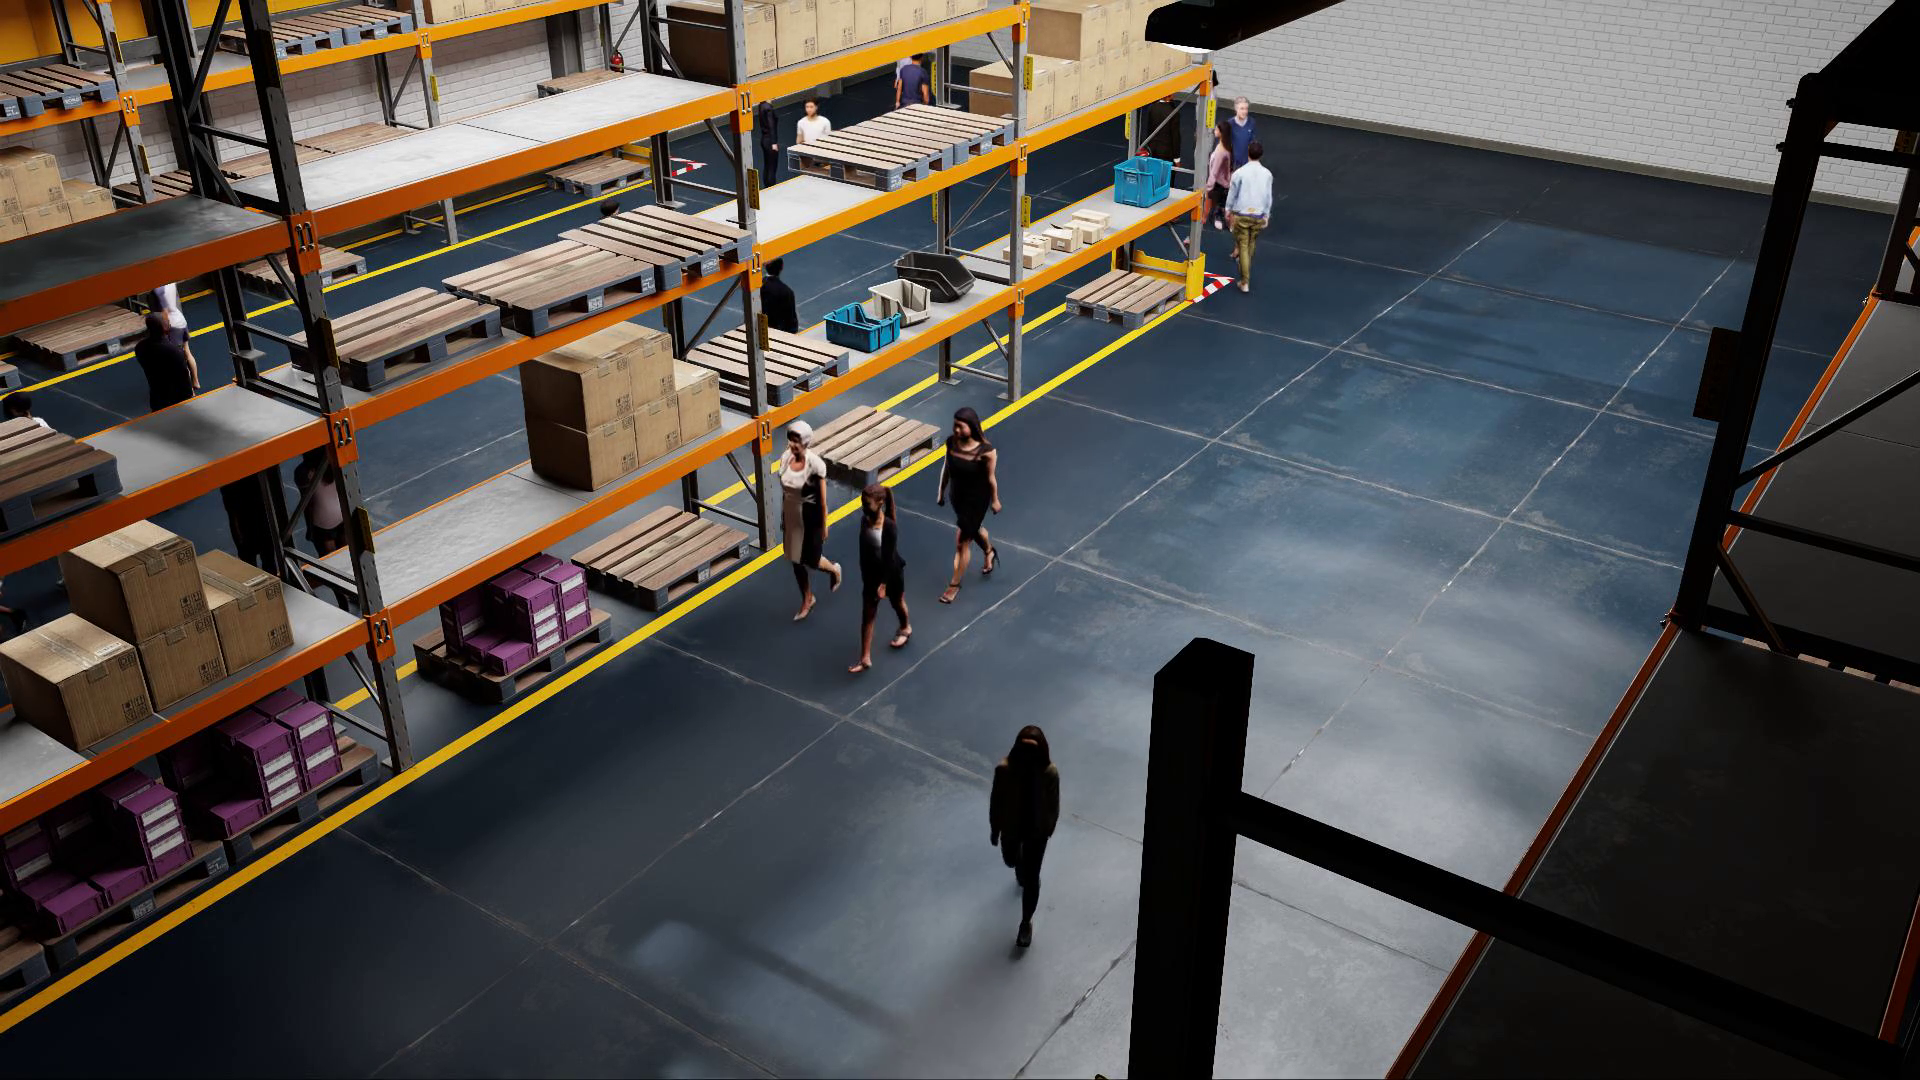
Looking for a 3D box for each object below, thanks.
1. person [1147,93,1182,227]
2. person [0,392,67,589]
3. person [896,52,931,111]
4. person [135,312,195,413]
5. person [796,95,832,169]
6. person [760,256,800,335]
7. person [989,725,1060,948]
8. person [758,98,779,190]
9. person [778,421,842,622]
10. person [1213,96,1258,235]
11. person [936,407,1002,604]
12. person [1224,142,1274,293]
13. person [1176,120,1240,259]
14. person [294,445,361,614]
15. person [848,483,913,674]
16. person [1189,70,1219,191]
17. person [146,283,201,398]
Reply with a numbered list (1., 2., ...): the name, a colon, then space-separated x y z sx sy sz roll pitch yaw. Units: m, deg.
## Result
1. person: 2.761 -5.247 22.623 0.708 1.905 0.641 23 36 36
2. person: -7.492 -0.413 13.834 0.845 1.834 0.808 -7 29 -13
3. person: -0.770 -6.505 25.099 0.711 1.742 0.867 14 31 23
4. person: -7.319 -1.193 15.320 0.973 1.781 1.250 8 30 14
5. person: -1.973 -5.284 22.892 0.755 1.712 0.756 4 29 7
6. person: -1.912 -2.002 16.794 0.708 1.790 0.748 16 33 27
7. person: 0.400 1.736 10.293 0.841 1.454 1.046 4 29 8
8. person: -2.681 -5.571 23.420 0.670 1.711 0.644 -9 30 -16
9. person: -1.209 -0.181 13.506 0.609 1.742 0.815 19 34 31
10. person: 3.657 -5.029 22.273 0.796 1.857 0.873 -9 30 -16
11. person: 0.130 -0.335 13.864 0.748 1.670 1.089 23 36 35
12. person: 3.538 -3.908 20.303 1.123 1.775 1.187 -5 29 -8
13. person: 3.437 -4.419 21.262 1.002 1.754 1.152 4 29 8
14. person: -5.116 -0.166 13.489 0.689 1.732 0.532 12 31 22
15. person: -0.548 0.245 12.965 0.584 1.512 1.069 16 33 27
16. person: 3.550 -5.876 23.915 0.742 1.771 0.678 -4 29 -7
17. person: -8.311 -2.267 17.515 0.711 1.565 0.639 -3 29 -5
